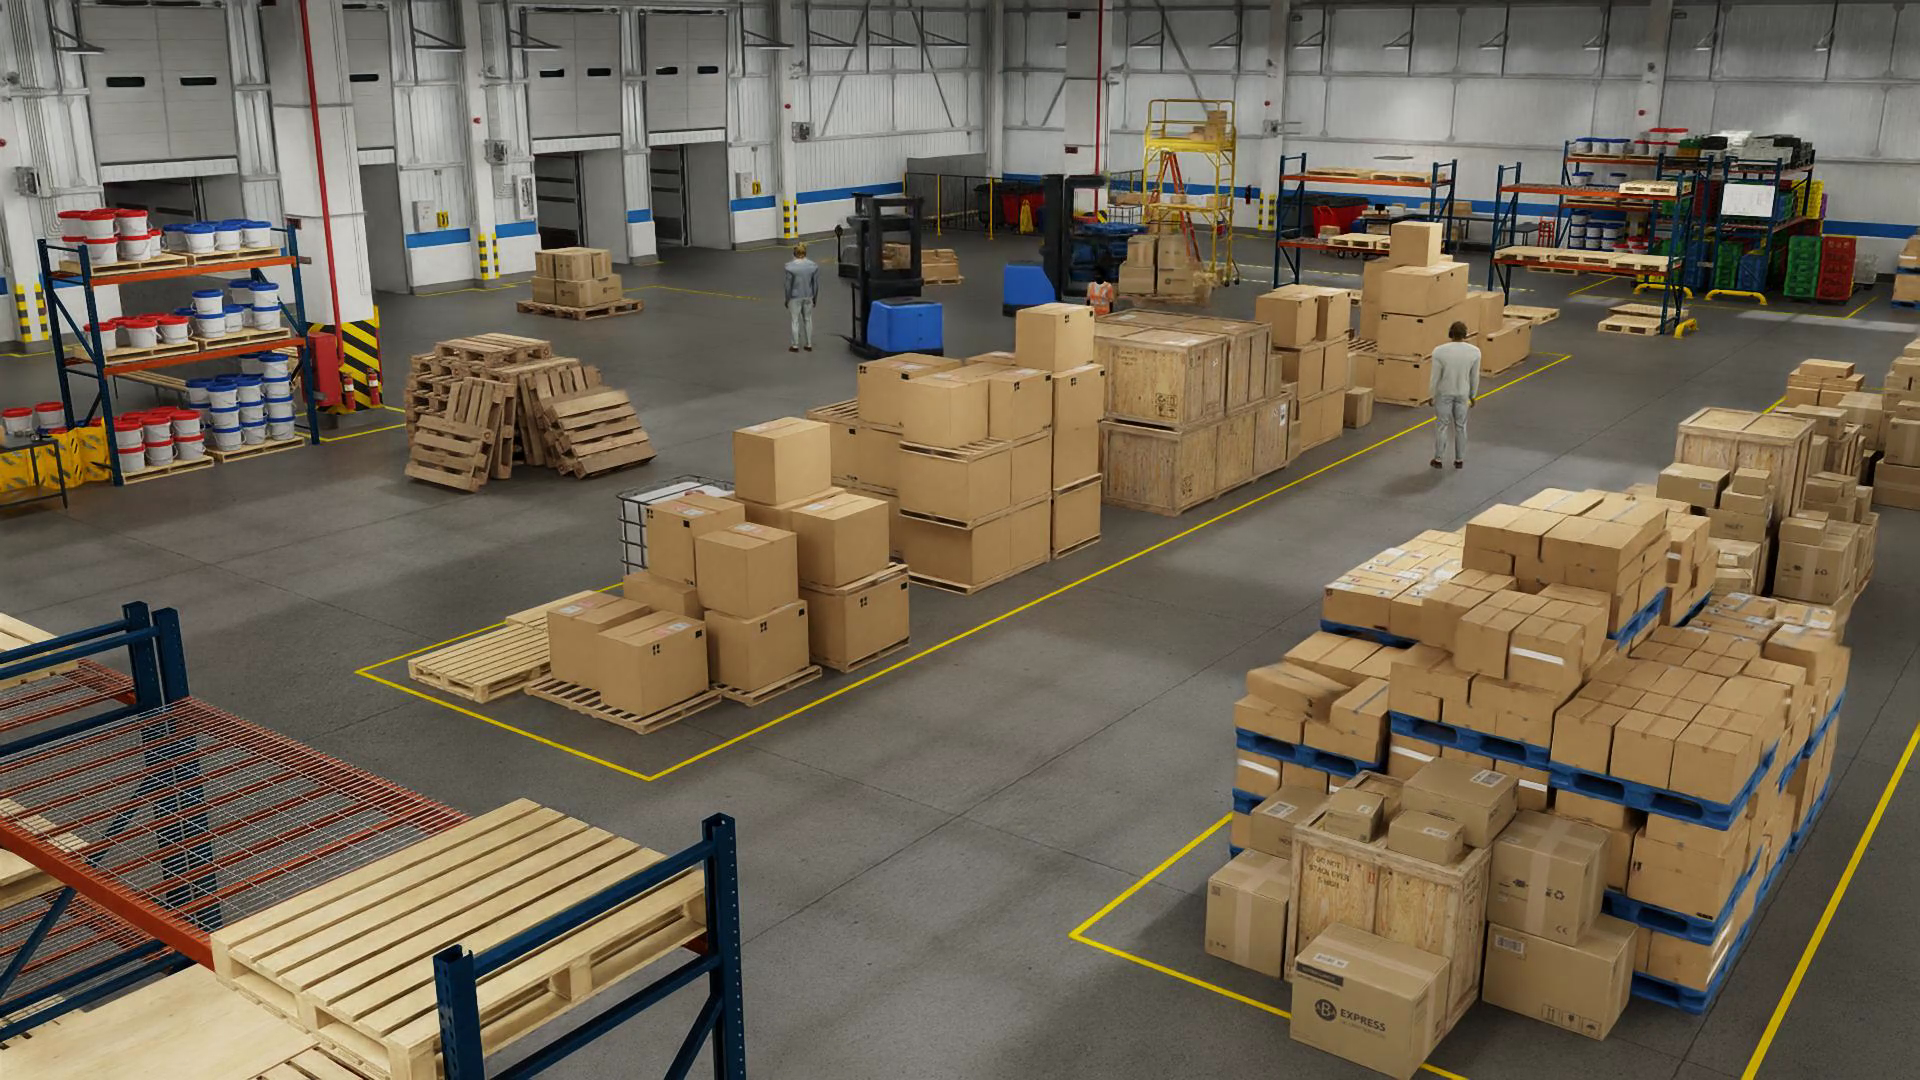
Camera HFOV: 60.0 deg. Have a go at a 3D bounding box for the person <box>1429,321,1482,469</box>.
[{"bbox_3d":[6.408,-1.883,21.612,0.636,1.939,0.364,1,17,3],"label":"person"}]

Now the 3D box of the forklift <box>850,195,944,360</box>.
[{"bbox_3d":[-1.094,-4.530,28.773,1.129,2.768,1.873,-7,18,-22],"label":"forklift"}]

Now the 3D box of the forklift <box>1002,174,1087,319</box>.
[{"bbox_3d":[1.838,-5.866,33.198,1.873,2.768,1.129,2,17,8],"label":"forklift"}]

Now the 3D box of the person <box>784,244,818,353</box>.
[{"bbox_3d":[-2.832,-4.310,29.674,0.634,1.929,0.381,-9,19,-27],"label":"person"}]

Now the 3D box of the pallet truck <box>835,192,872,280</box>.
[{"bbox_3d":[-1.936,-7.159,38.982,1.885,1.965,0.823,-12,21,-34],"label":"pallet truck"}]

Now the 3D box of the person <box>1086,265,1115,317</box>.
[{"bbox_3d":[2.395,-3.878,28.629,0.541,1.695,0.316,11,20,32],"label":"person"}]
